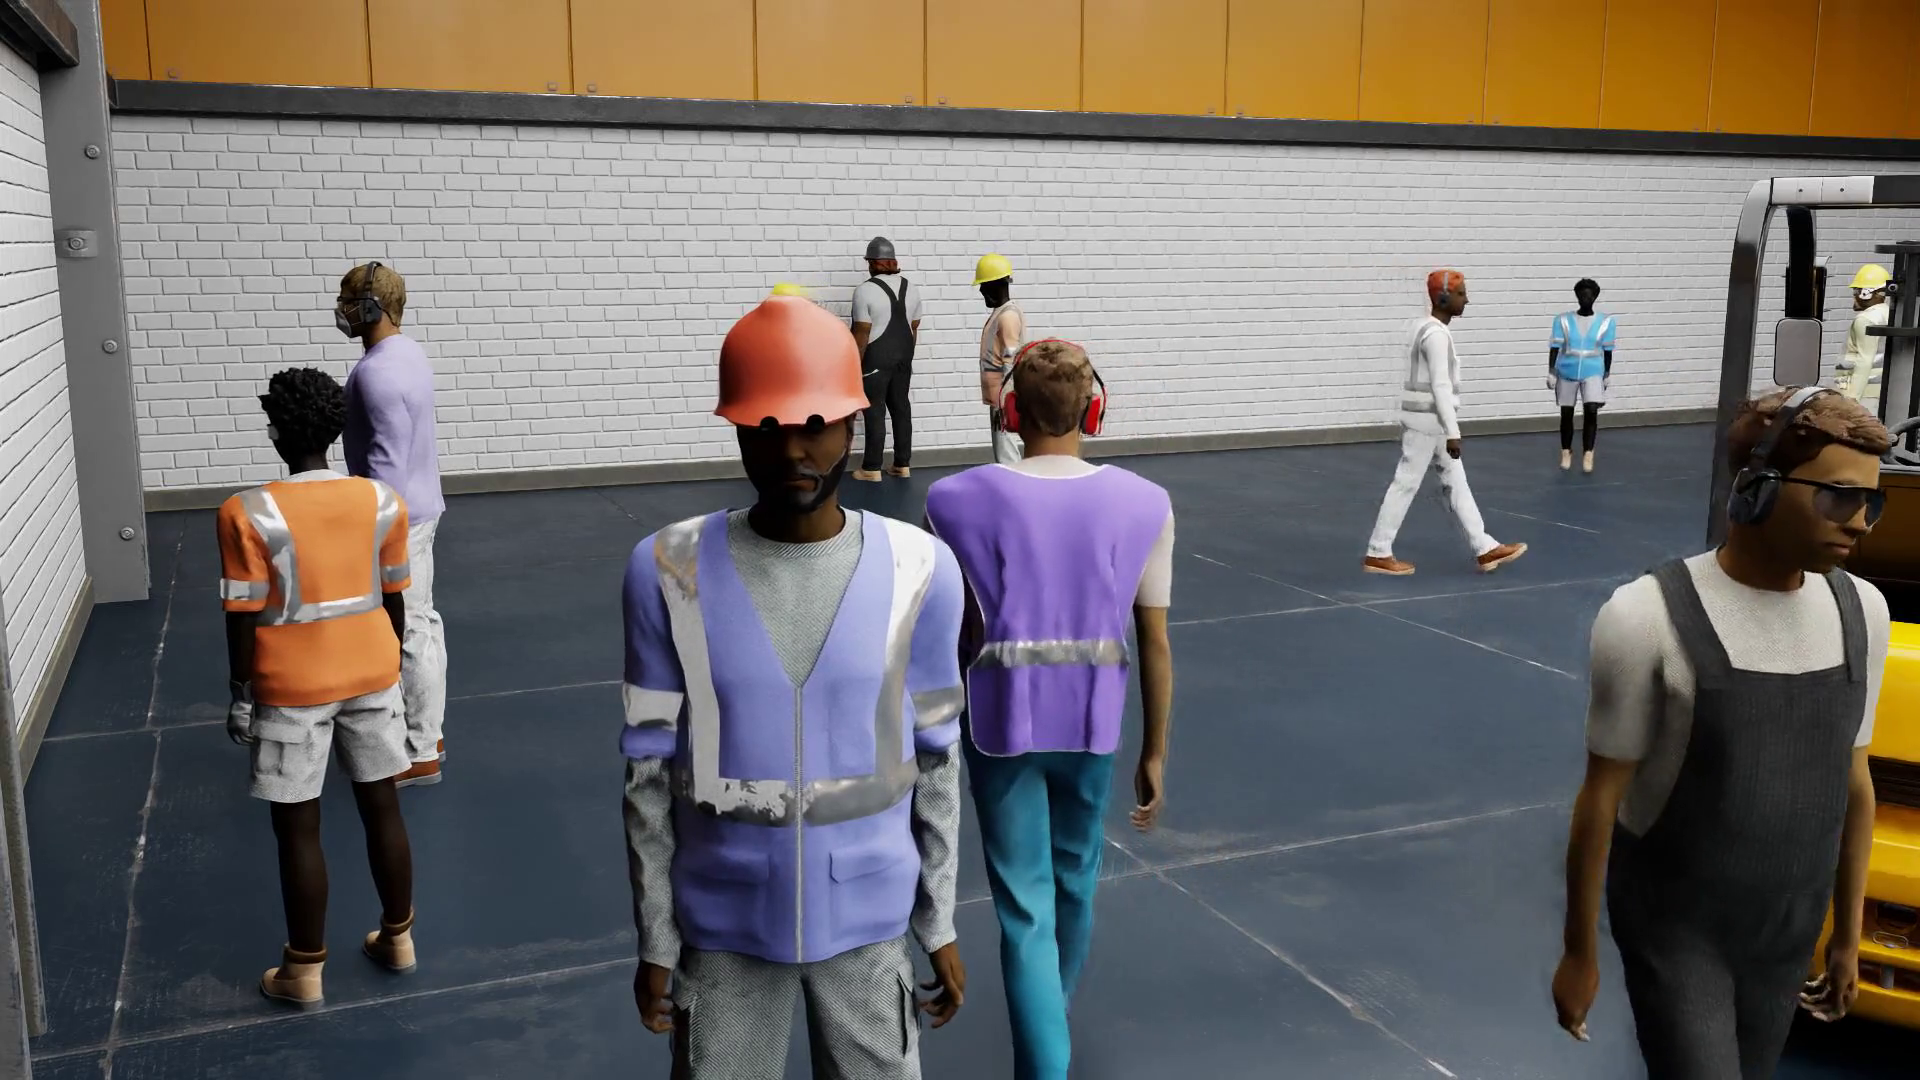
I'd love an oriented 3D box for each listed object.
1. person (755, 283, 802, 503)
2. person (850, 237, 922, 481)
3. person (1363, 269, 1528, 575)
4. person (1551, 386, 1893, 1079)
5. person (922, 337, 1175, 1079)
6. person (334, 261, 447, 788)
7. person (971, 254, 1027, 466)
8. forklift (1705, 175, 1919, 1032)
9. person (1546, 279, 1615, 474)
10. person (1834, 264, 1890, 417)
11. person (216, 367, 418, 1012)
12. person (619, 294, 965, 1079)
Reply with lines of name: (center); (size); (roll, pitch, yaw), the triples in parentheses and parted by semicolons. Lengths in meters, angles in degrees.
person: (-1.134, -0.722, 10.402); (0.656, 1.748, 0.538); (5, 11, 25)
person: (-0.684, -1.518, 13.966); (0.679, 2.000, 0.537); (-10, 14, -42)
person: (2.906, -0.680, 9.920); (0.979, 1.829, 0.605); (3, 11, 16)
person: (1.231, 0.629, 2.804); (0.522, 1.813, 0.875); (-2, 11, -12)
person: (0.172, 0.435, 3.882); (0.573, 1.797, 0.934); (-2, 11, -12)
person: (-2.103, -0.050, 6.157); (0.373, 1.940, 0.628); (-2, 10, -10)
person: (0.264, -0.950, 11.179); (0.381, 1.917, 0.585); (-1, 10, -3)
forklift: (2.810, 0.094, 4.662); (1.214, 2.155, 2.313); (7, 12, 34)
person: (5.347, -1.404, 14.363); (0.549, 1.673, 0.716); (4, 11, 21)
person: (6.656, -1.102, 12.245); (0.595, 1.831, 0.403); (-9, 14, -42)
person: (-1.696, 0.389, 4.443); (0.320, 1.690, 0.532); (8, 13, 39)
person: (-0.254, 0.590, 2.633); (0.542, 1.939, 0.369); (-2, 10, -9)
